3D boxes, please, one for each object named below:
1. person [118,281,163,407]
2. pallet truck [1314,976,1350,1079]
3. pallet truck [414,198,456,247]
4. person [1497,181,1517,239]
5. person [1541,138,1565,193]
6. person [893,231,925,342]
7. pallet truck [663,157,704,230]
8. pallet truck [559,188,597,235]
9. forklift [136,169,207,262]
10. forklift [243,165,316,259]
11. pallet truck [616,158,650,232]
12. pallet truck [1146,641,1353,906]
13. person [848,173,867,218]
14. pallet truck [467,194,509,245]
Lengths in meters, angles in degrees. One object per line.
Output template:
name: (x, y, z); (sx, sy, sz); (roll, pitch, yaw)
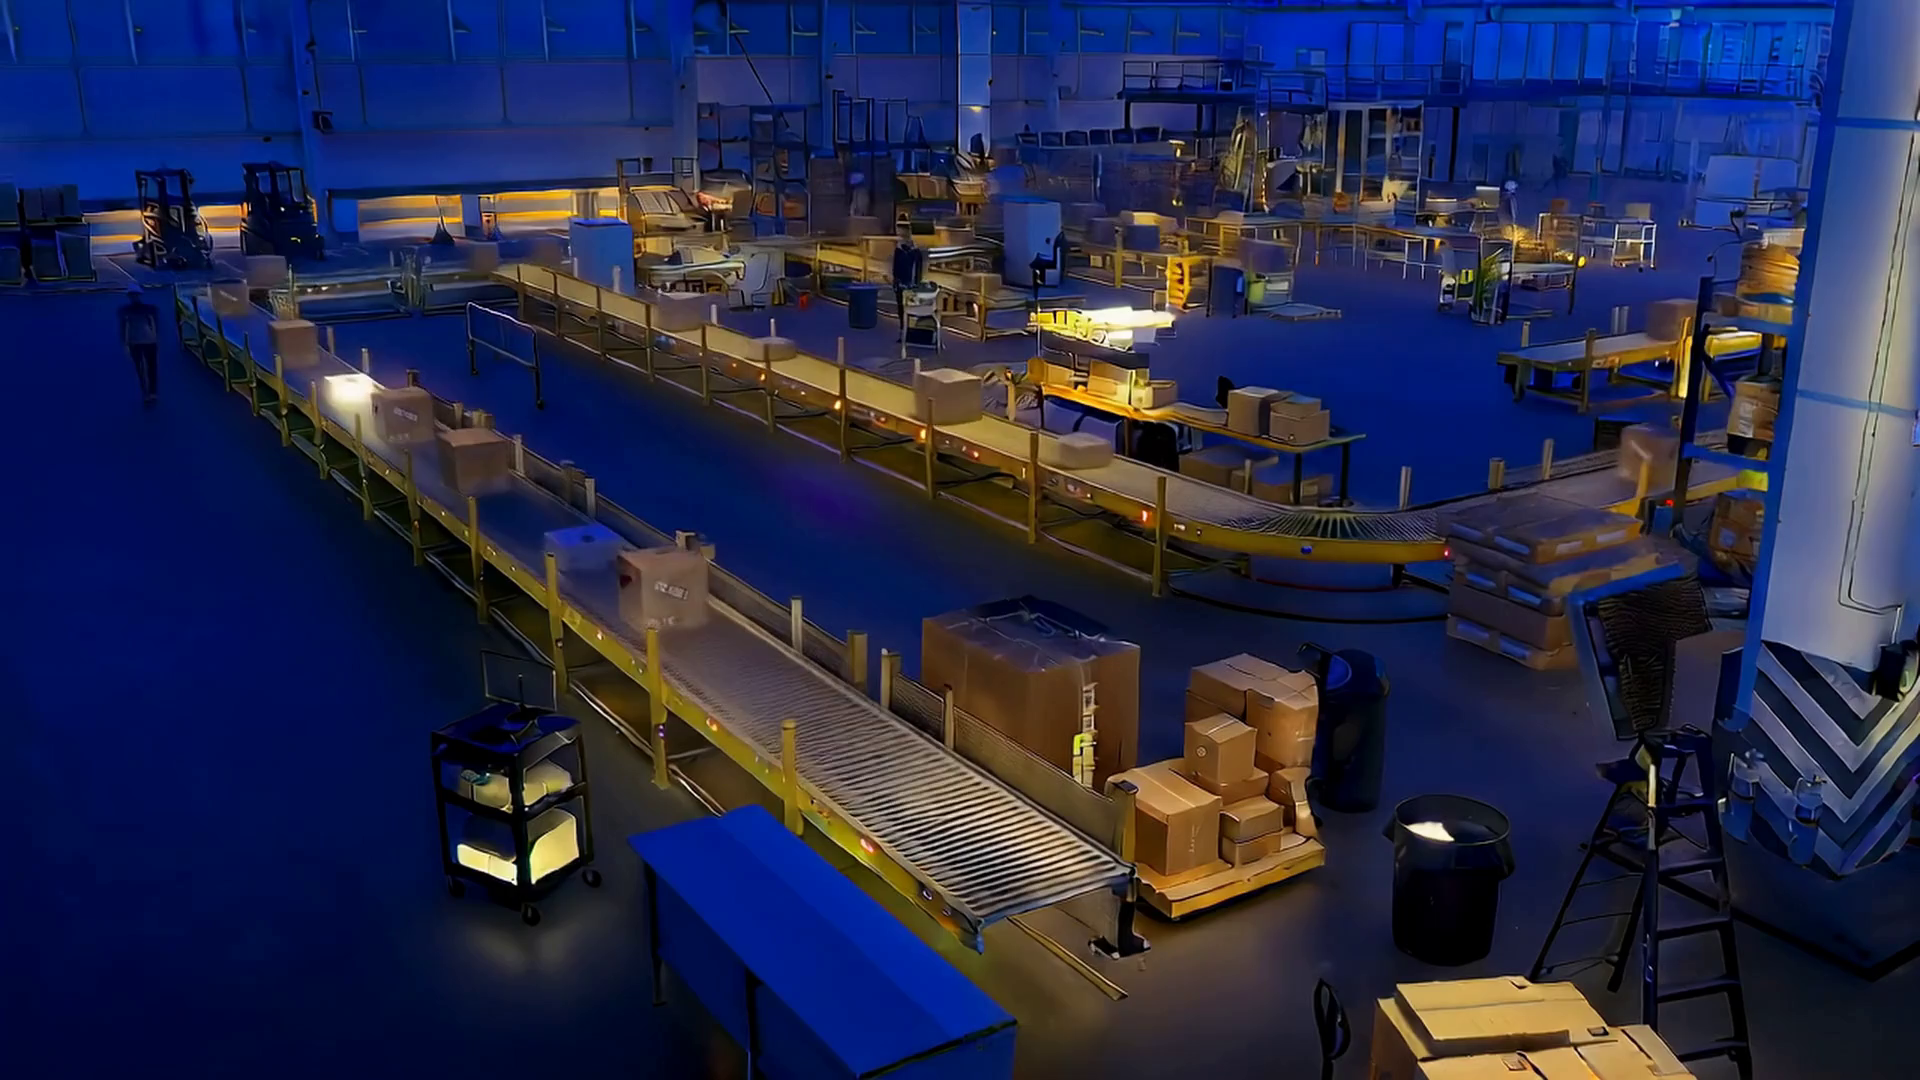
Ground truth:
person: (-11.493, -2.762, 23.365); (0.529, 1.736, 0.843); (-10, 19, -30)
pallet truck: (2.299, 2.390, 7.086); (1.601, 1.201, 0.680); (-2, 17, -7)
pallet truck: (-13.250, -8.060, 41.856); (0.680, 1.201, 1.601); (-10, 20, -31)
person: (12.726, -7.408, 38.669); (0.403, 1.822, 0.587); (-6, 18, -18)
person: (20.030, -12.602, 55.964); (0.728, 1.827, 0.511); (4, 17, 13)
person: (-0.893, -4.255, 28.060); (0.639, 1.897, 0.397); (13, 21, 37)
pallet truck: (-7.586, -9.308, 44.692); (0.823, 1.965, 1.885); (-11, 20, -33)
pallet truck: (-10.010, -8.652, 43.699); (0.653, 1.274, 1.630); (-10, 20, -31)
forklift: (-17.842, -7.318, 37.559); (1.157, 1.987, 2.680); (-10, 20, -31)
forklift: (-15.898, -7.669, 38.708); (1.157, 1.987, 2.680); (-11, 20, -33)
pallet truck: (-8.918, -9.176, 44.255); (0.823, 1.965, 1.885); (-9, 19, -27)
pallet truck: (1.664, 1.407, 10.232); (1.630, 1.274, 0.653); (-10, 20, -31)
person: (-2.392, -7.466, 38.510); (0.427, 2.026, 0.620); (-7, 18, -21)
pallet truck: (-11.983, -8.177, 42.137); (0.704, 1.261, 1.522); (-11, 20, -33)
